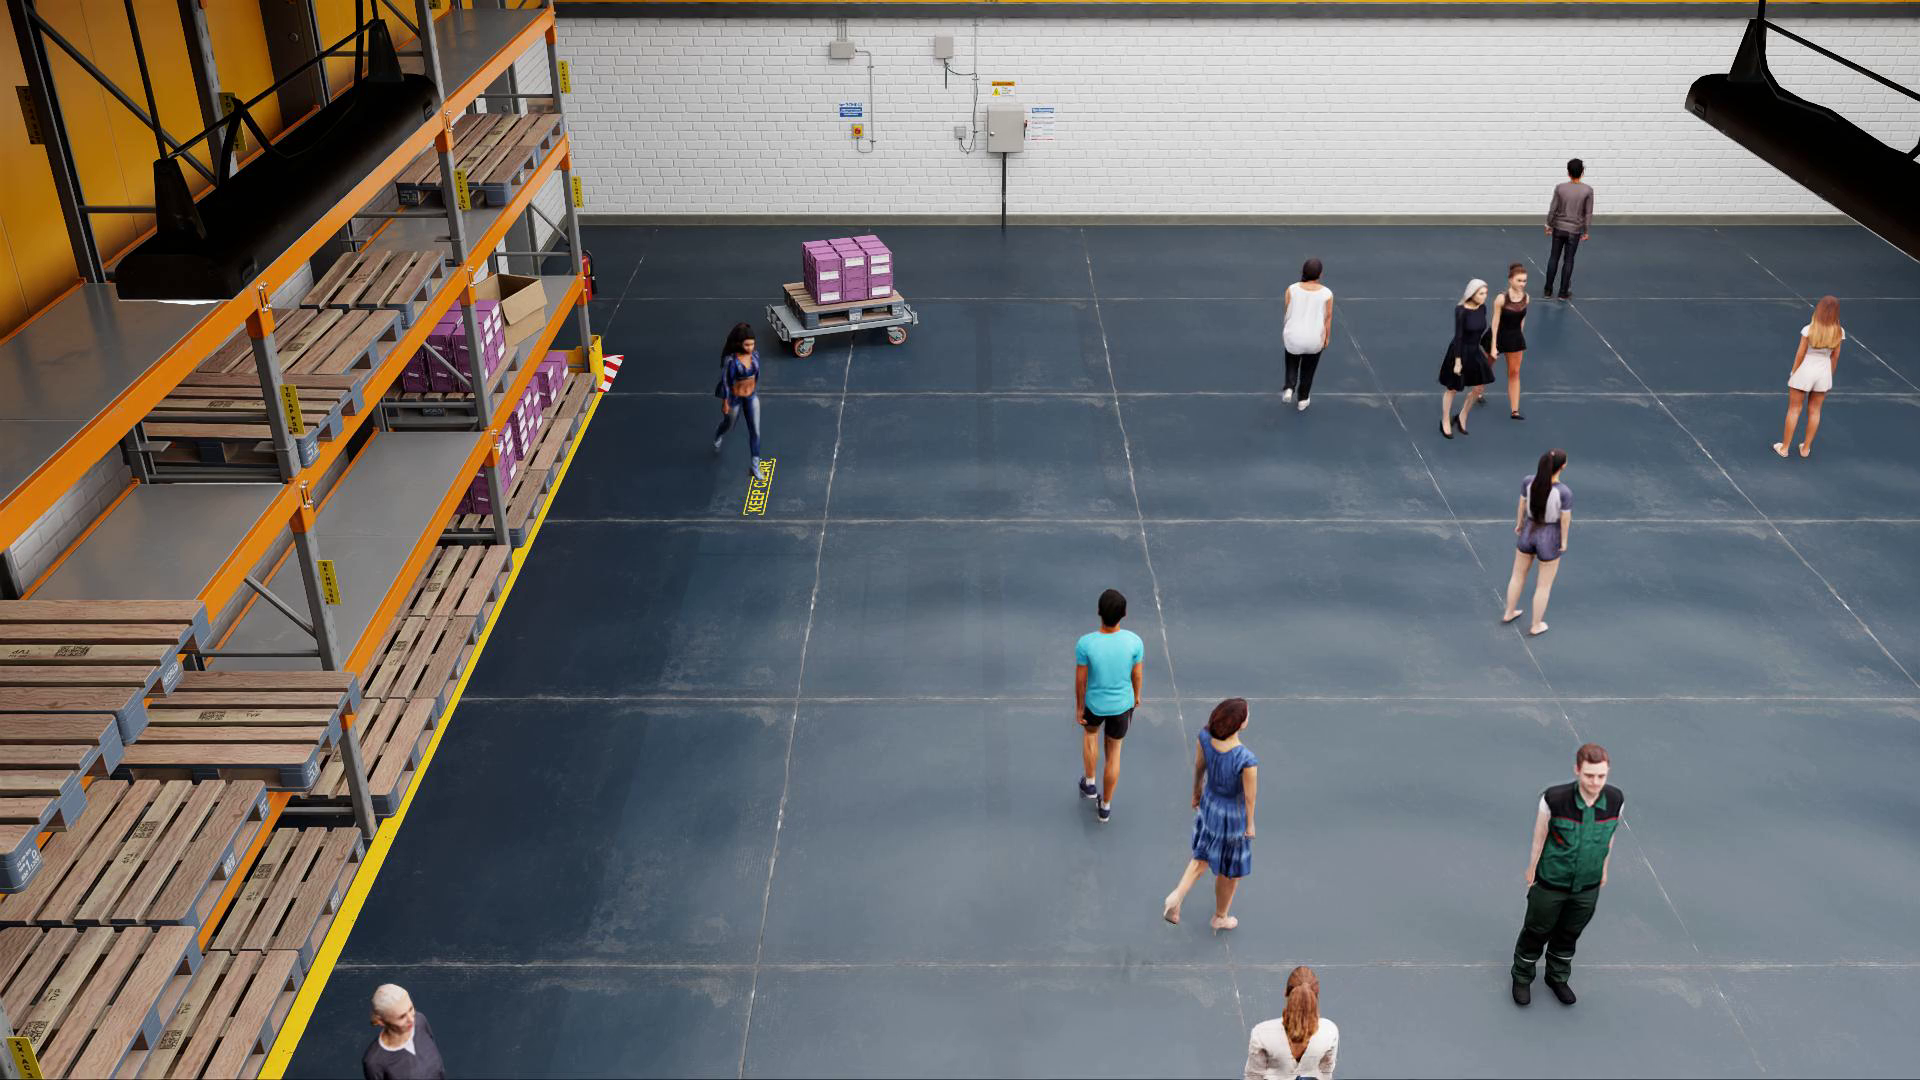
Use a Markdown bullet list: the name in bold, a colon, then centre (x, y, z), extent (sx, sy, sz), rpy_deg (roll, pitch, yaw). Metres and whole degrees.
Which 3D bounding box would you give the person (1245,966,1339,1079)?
- **person**: centre (1.656, 2.880, 8.376), extent (0.619, 1.706, 0.811), rpy_deg (1, 29, 2)

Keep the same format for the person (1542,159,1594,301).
- **person**: centre (7.532, -3.858, 20.665), extent (0.759, 1.767, 0.716), rpy_deg (11, 30, 19)

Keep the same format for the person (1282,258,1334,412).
- **person**: centre (3.636, -2.155, 17.641), extent (0.750, 1.674, 0.755), rpy_deg (11, 31, 20)

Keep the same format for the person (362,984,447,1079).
- **person**: centre (-2.755, 2.879, 8.357), extent (0.754, 1.726, 0.605), rpy_deg (12, 31, 21)

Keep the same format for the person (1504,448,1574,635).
- **person**: centre (4.778, 0.000, 13.717), extent (0.730, 1.648, 0.660), rpy_deg (-23, 36, -36)

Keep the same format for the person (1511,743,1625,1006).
- **person**: centre (3.615, 1.983, 9.879), extent (0.628, 1.842, 0.548), rpy_deg (-1, 29, -1)

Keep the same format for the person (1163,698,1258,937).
- **person**: centre (1.577, 1.781, 10.300), extent (0.939, 1.793, 0.901), rpy_deg (-19, 34, -31)

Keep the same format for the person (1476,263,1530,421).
- **person**: centre (5.728, -2.131, 17.646), extent (0.752, 1.627, 1.151), rpy_deg (-6, 29, -11)

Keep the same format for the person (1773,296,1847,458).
- **person**: centre (8.536, -1.637, 16.667), extent (0.607, 1.696, 0.605), rpy_deg (5, 29, 9)

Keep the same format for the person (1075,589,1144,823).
- **person**: centre (1.028, 1.187, 11.425), extent (0.646, 1.758, 0.695), rpy_deg (2, 29, 4)

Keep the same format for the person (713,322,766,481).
- **person**: centre (-2.194, -1.399, 16.354), extent (1.042, 1.579, 1.201), rpy_deg (-17, 33, -29)

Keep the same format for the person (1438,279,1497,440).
- **person**: centre (5.095, -1.868, 17.048), extent (0.774, 1.737, 0.827), rpy_deg (-14, 32, -24)
